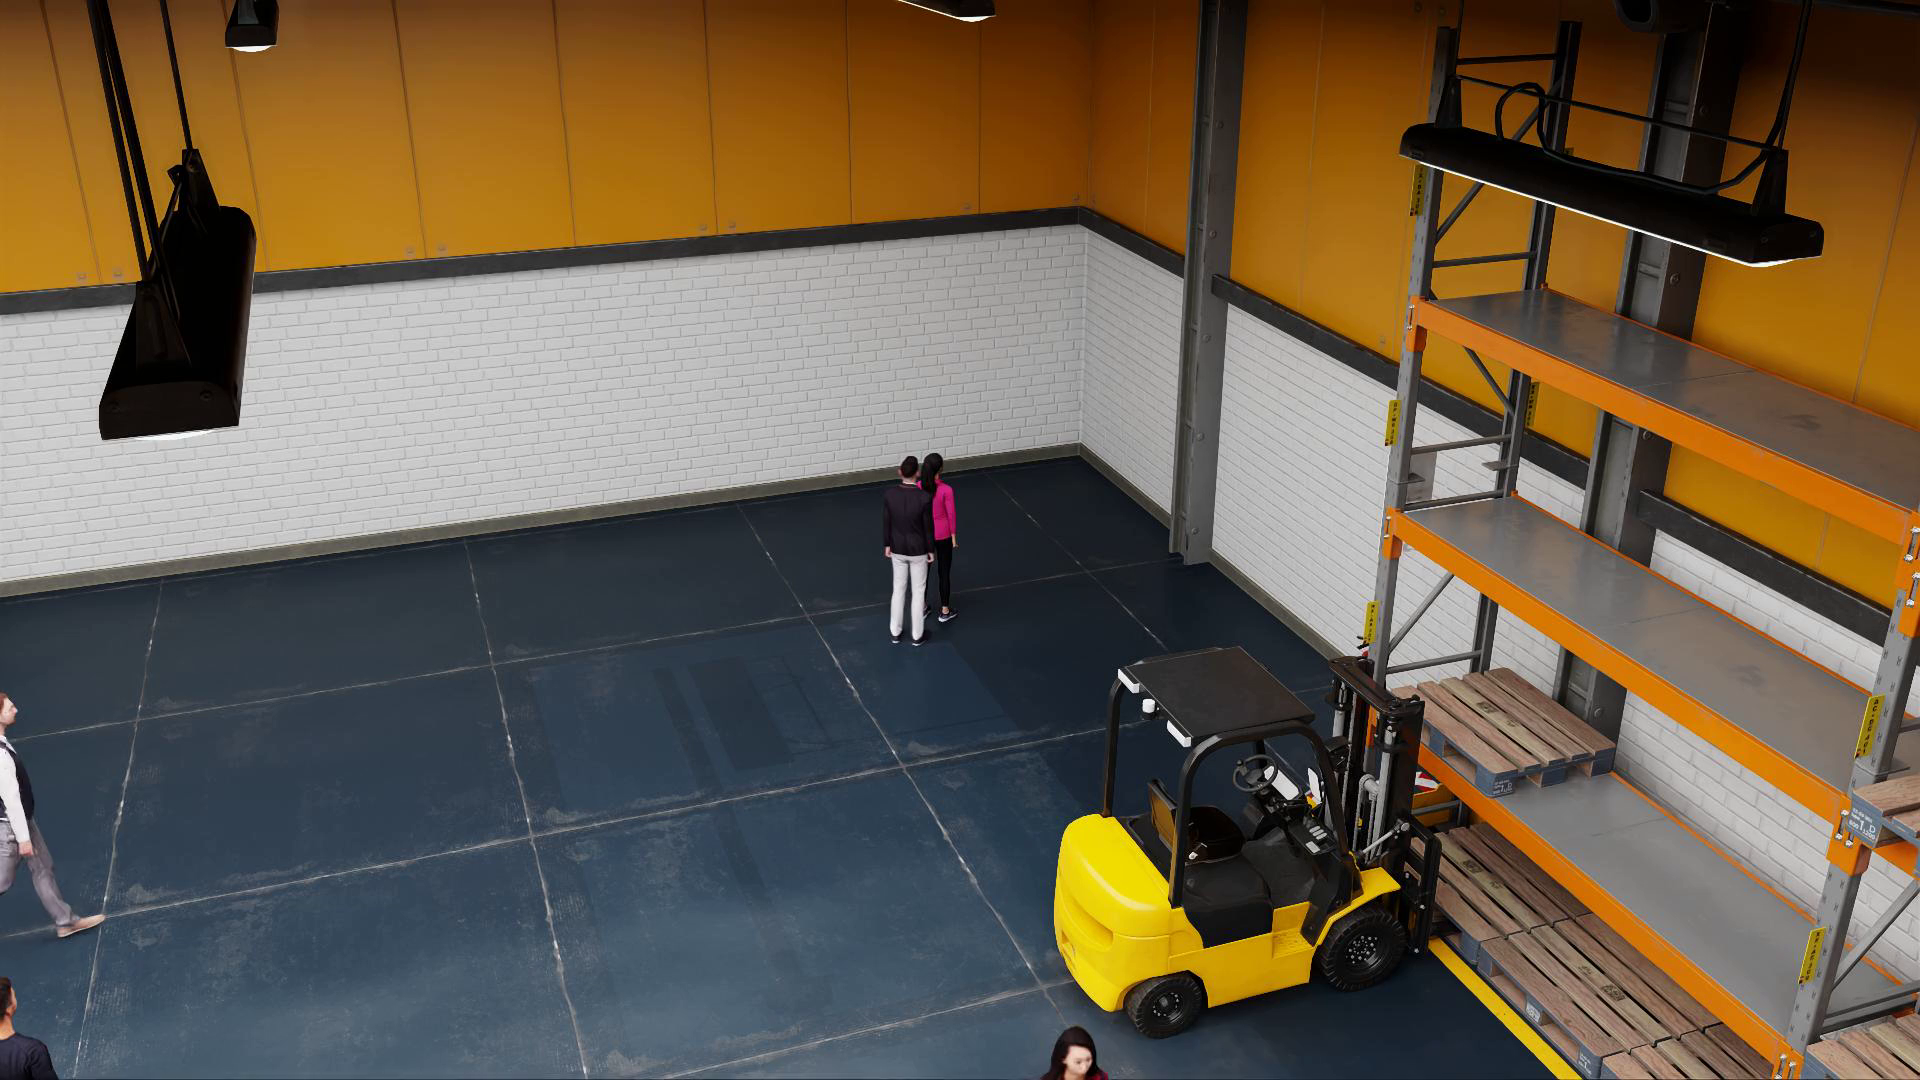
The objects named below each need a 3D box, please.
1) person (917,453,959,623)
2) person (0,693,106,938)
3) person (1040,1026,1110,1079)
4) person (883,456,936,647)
[{"bbox_3d":[-0.245,-0.036,15.948,0.689,1.699,0.744,9,25,20],"label":"person"},{"bbox_3d":[-6.496,1.939,11.171,0.908,1.906,1.206,-12,26,-26],"label":"person"},{"bbox_3d":[0.497,3.178,8.699,0.634,1.616,1.044,-7,25,-16],"label":"person"},{"bbox_3d":[-0.473,0.100,15.462,0.723,1.839,0.760,8,25,18],"label":"person"}]
